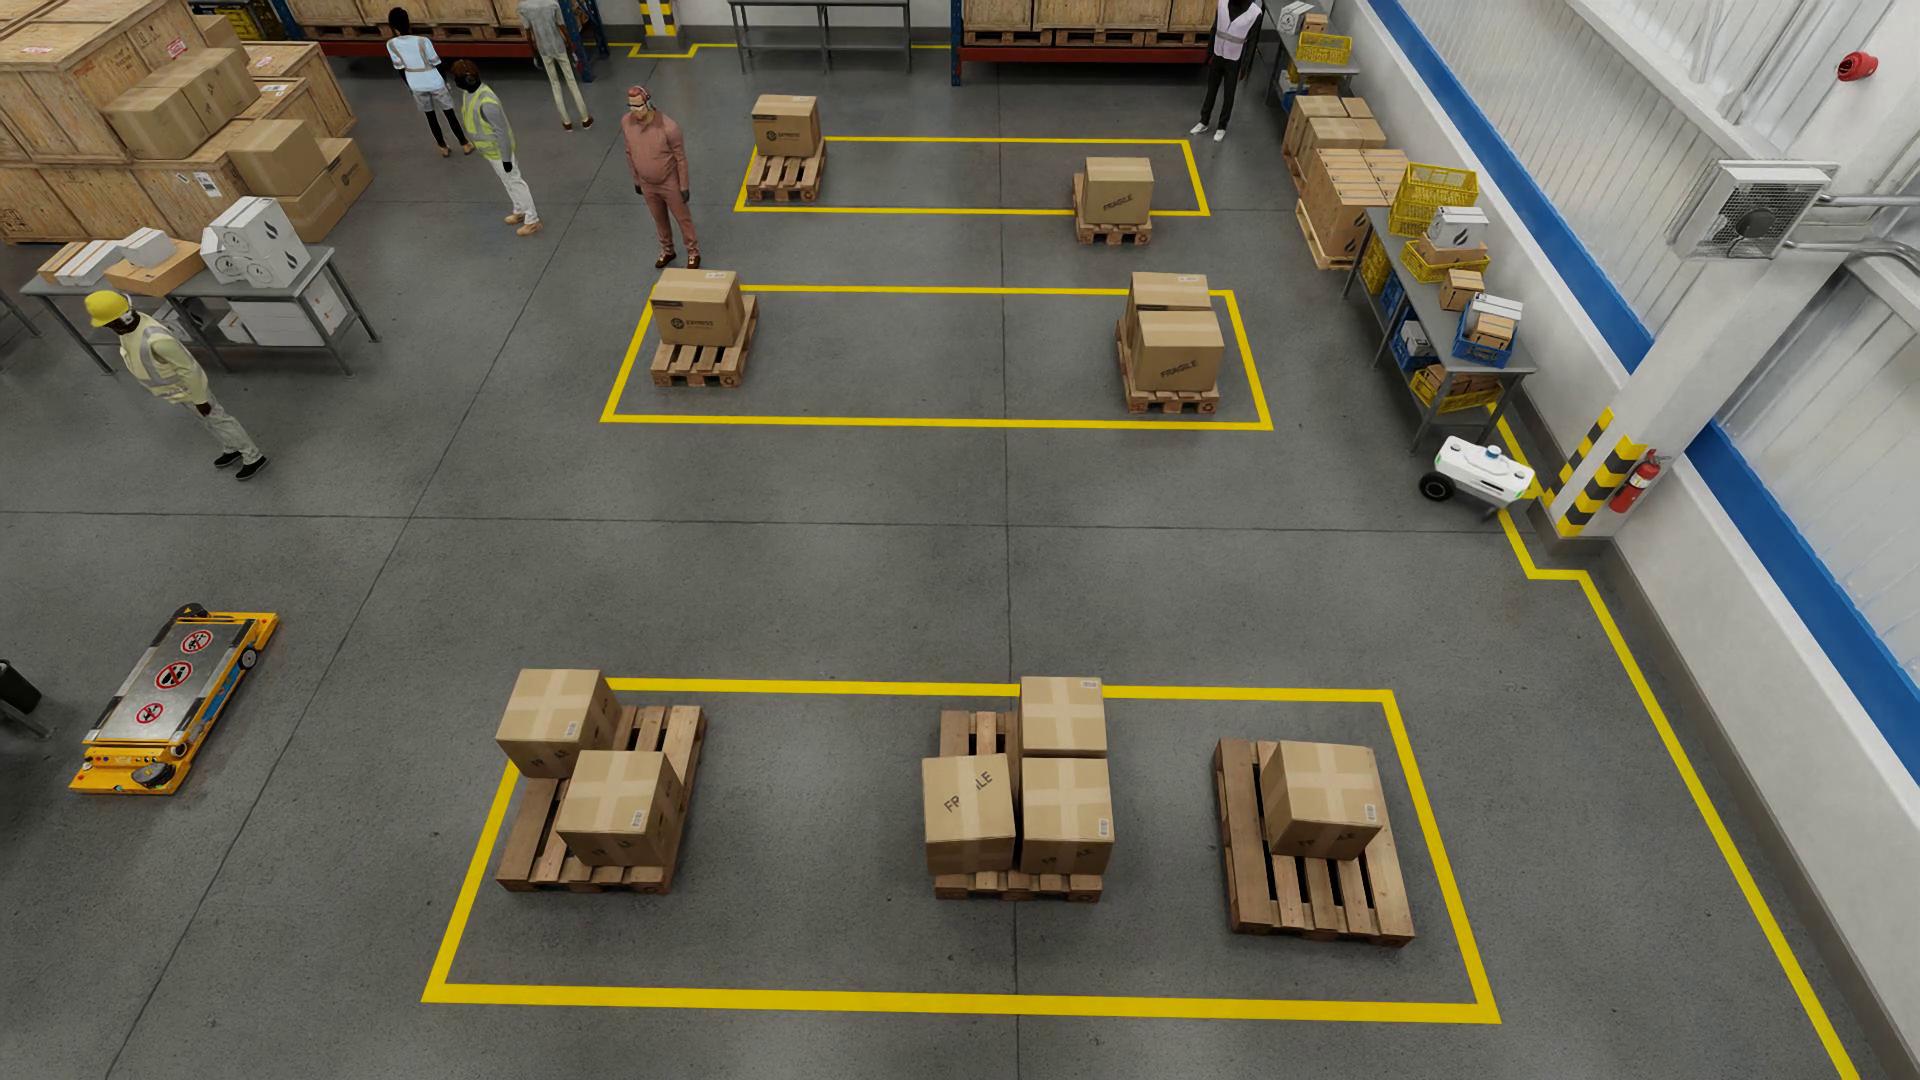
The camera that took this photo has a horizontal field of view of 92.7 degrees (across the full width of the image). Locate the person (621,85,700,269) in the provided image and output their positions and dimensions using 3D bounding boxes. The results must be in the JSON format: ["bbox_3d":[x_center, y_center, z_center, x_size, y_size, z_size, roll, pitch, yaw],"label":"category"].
[{"bbox_3d":[-3.071,-3.666,9.387,0.642,1.909,0.409,10,50,8],"label":"person"}]

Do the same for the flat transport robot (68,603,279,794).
[{"bbox_3d":[-5.504,1.072,6.442,0.652,0.197,1.431,1,50,1],"label":"flat transport robot"}]

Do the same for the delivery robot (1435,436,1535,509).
[{"bbox_3d":[4.327,-0.577,7.594,0.707,0.478,0.477,30,56,23],"label":"delivery robot"}]

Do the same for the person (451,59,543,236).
[{"bbox_3d":[-5.013,-4.221,9.899,0.429,1.843,0.633,-32,57,-24],"label":"person"}]

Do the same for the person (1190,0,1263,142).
[{"bbox_3d":[3.309,-5.950,11.316,0.587,1.914,0.390,31,56,24],"label":"person"}]

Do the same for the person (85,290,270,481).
[{"bbox_3d":[-6.284,-1.236,7.386,0.588,1.823,0.403,27,55,21],"label":"person"}]

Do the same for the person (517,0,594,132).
[{"bbox_3d":[-5.087,-6.091,11.470,0.535,1.860,0.314,-12,51,-10],"label":"person"}]

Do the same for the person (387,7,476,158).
[{"bbox_3d":[-6.426,-5.494,11.069,0.530,1.697,0.321,-8,50,-7],"label":"person"}]
